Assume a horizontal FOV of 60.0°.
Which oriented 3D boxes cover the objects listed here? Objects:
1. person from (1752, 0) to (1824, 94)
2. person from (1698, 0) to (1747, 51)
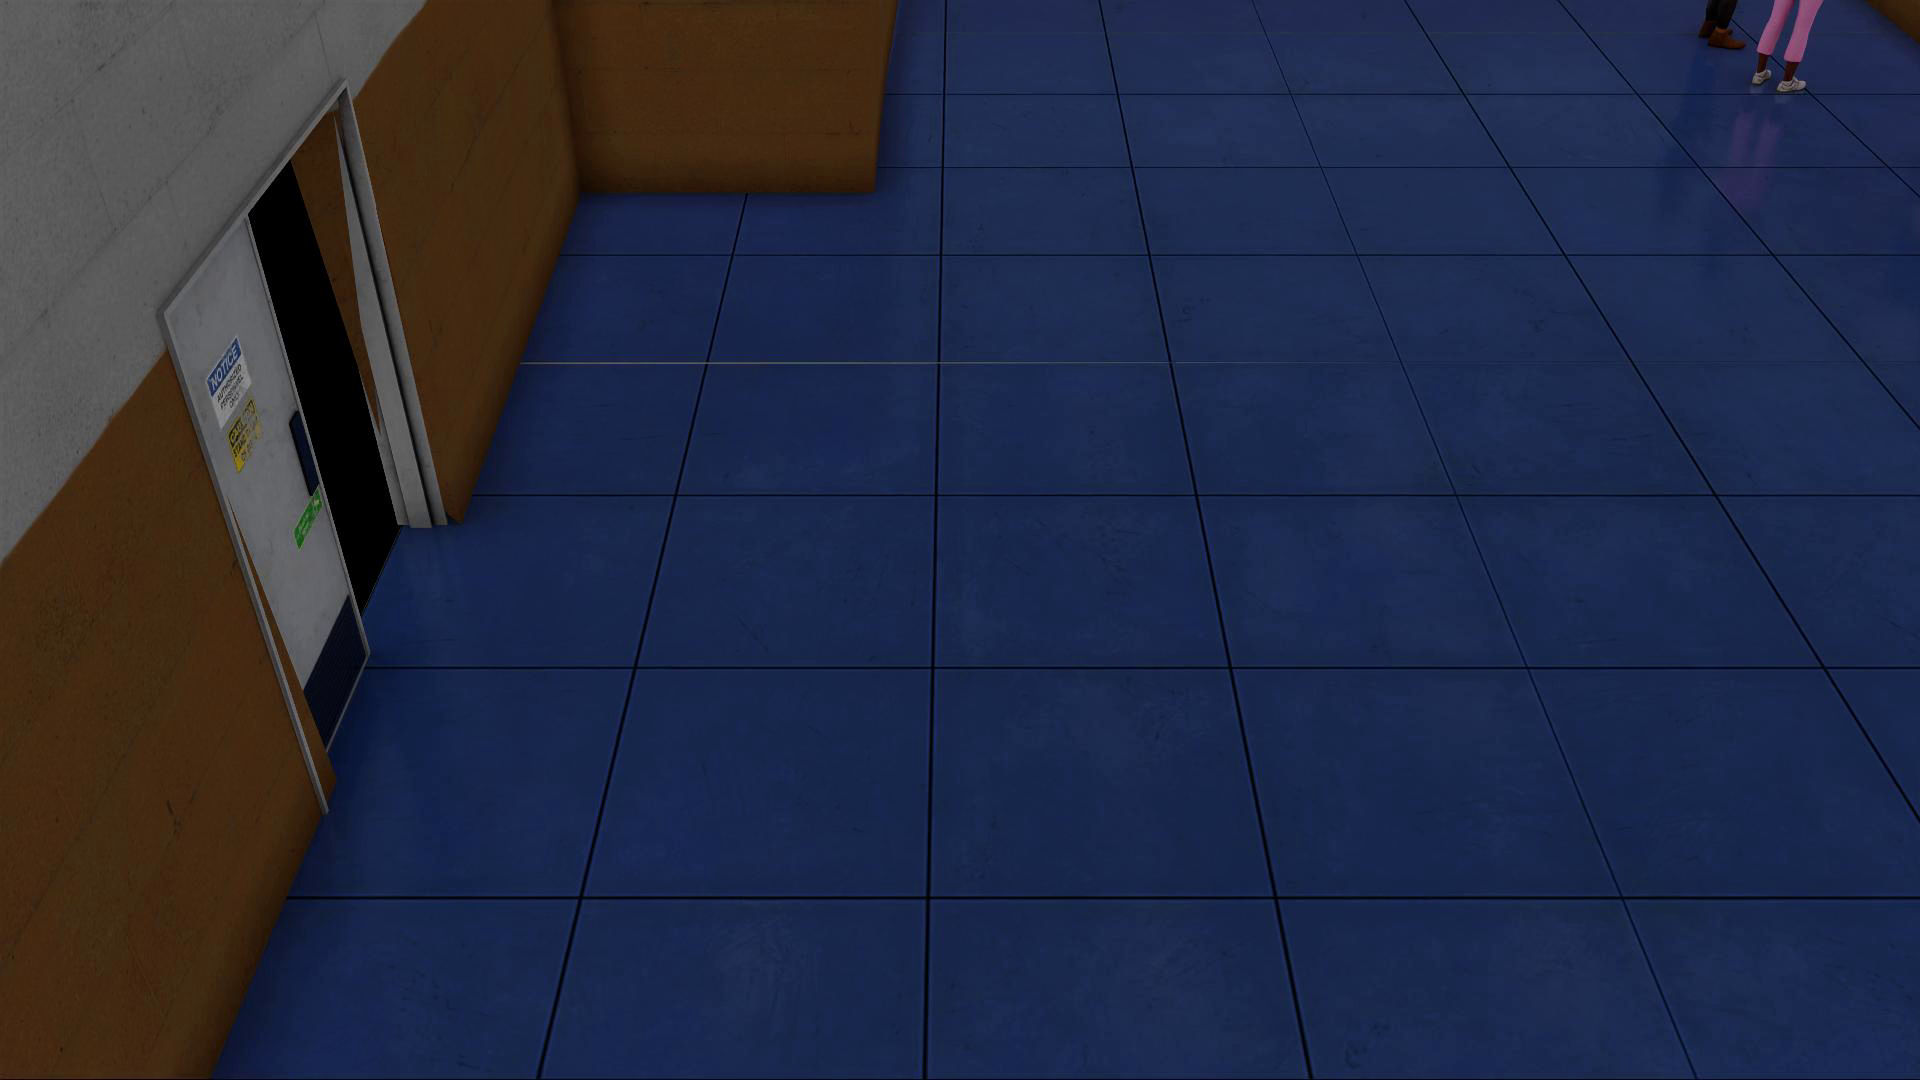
[{"bbox_3d":[6.308,-4.227,12.392,0.693,1.742,0.652,-26,44,-30],"label":"person"},{"bbox_3d":[6.215,-4.788,13.161,0.537,1.716,0.623,1,37,1],"label":"person"}]
